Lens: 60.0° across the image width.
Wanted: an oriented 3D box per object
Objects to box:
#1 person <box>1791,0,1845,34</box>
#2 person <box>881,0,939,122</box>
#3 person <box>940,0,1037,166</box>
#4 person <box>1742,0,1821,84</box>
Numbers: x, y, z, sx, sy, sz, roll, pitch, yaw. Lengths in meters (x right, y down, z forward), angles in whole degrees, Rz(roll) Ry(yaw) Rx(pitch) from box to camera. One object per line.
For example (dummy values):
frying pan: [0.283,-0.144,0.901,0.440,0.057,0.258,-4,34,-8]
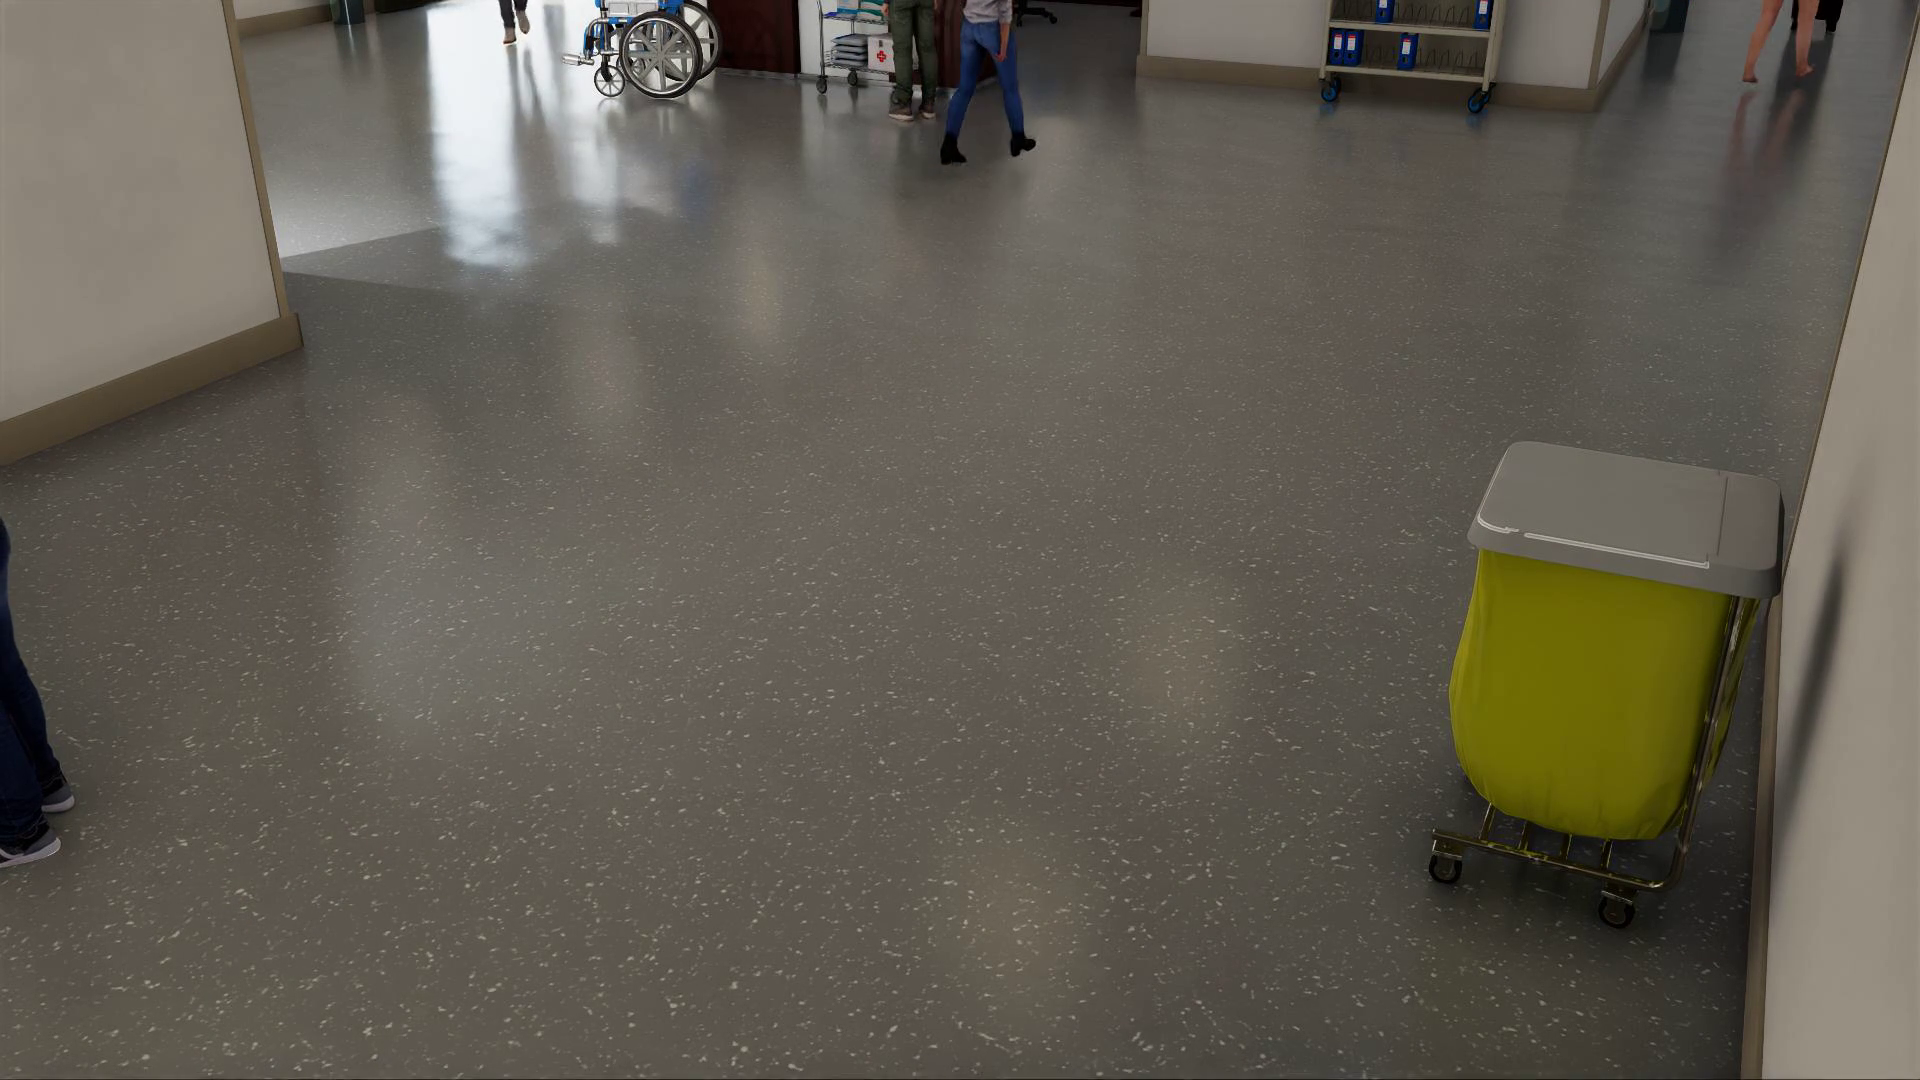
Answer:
person: [7.967,-5.555,15.187,0.535,1.757,0.713,11,28,21]
person: [-0.341,-3.809,11.686,0.660,1.654,0.709,-11,28,-22]
person: [0.101,-3.084,10.259,1.040,1.587,0.833,19,32,35]
person: [6.311,-4.288,12.677,0.945,1.655,1.156,-23,34,-39]
